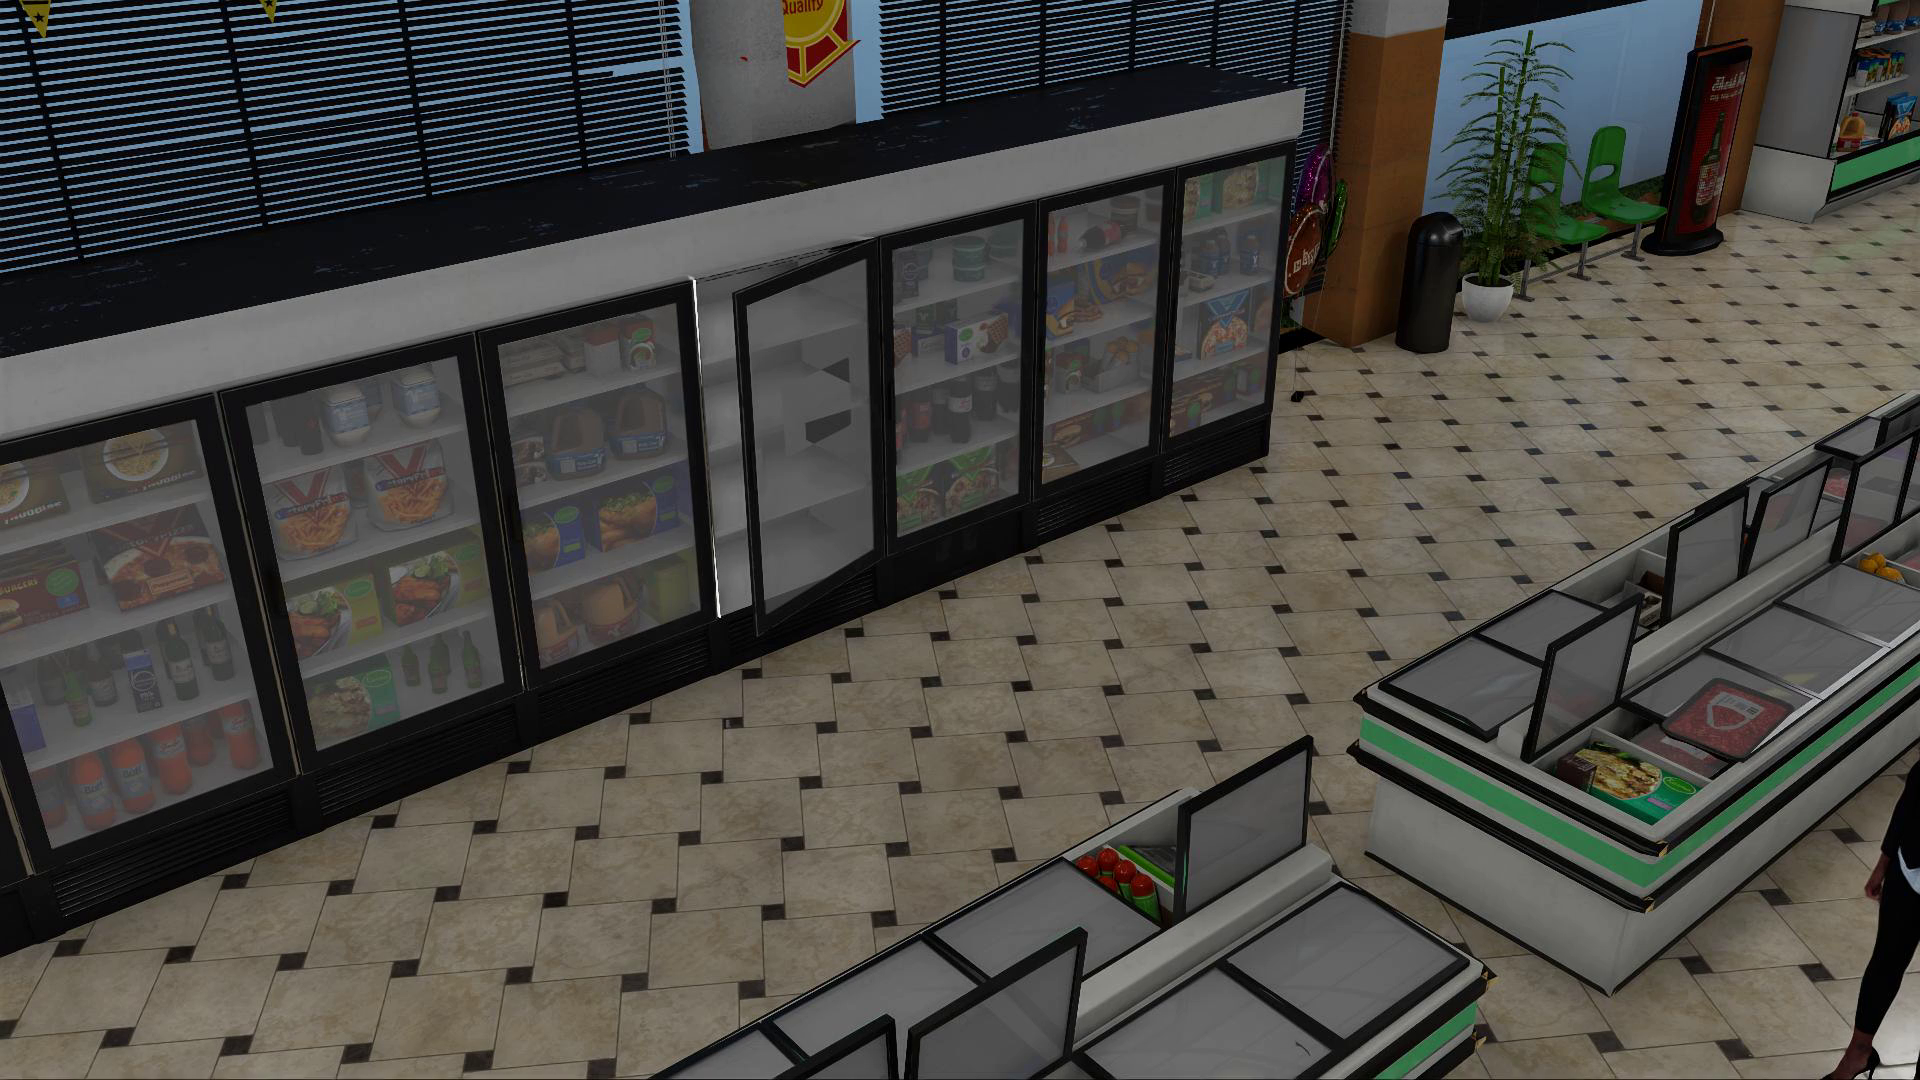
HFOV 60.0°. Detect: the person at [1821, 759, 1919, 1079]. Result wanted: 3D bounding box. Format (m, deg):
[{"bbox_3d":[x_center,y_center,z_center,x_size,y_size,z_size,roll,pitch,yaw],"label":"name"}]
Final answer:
[{"bbox_3d":[3.095,1.121,5.228,0.615,1.834,0.650,-11,29,-20],"label":"person"}]
